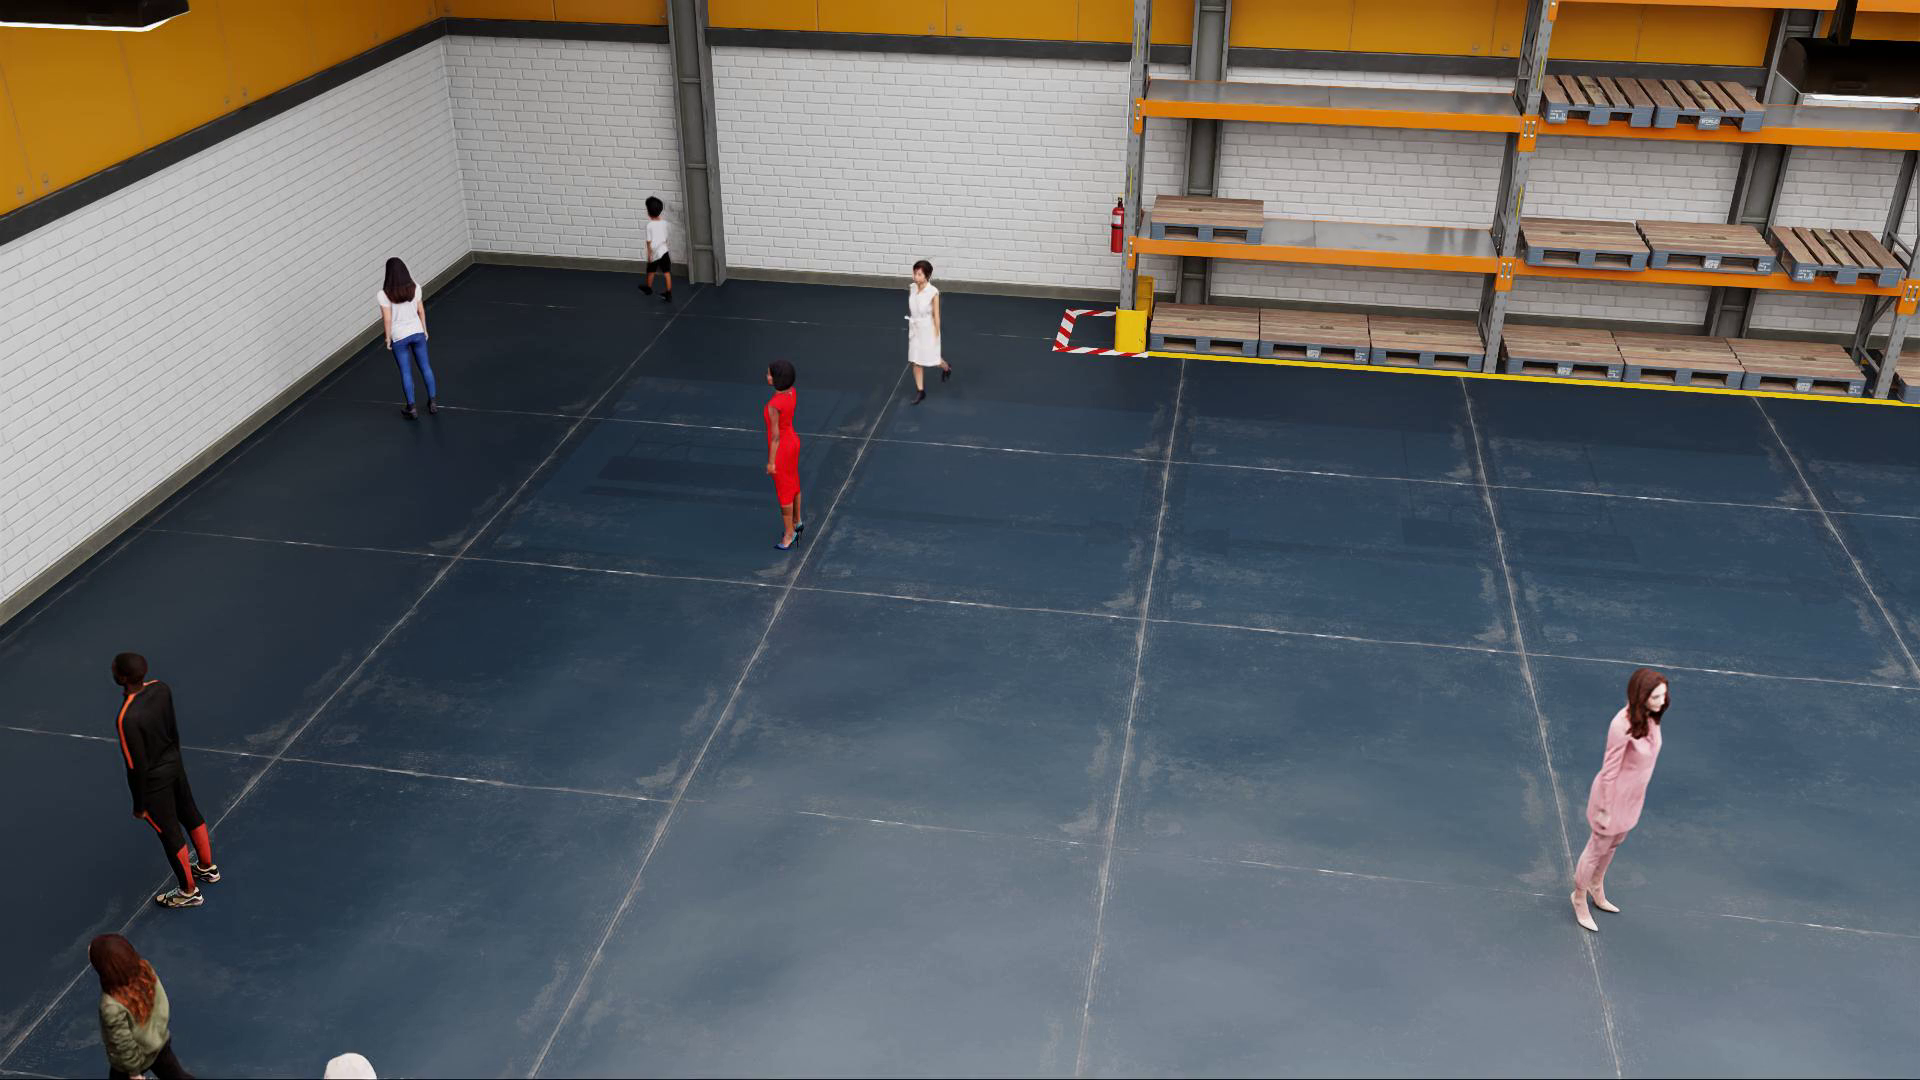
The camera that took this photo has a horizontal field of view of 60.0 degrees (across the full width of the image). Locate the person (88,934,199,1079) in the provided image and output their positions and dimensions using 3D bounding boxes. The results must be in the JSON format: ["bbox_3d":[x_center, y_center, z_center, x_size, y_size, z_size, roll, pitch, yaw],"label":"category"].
[{"bbox_3d":[-4.129,2.605,8.538,0.996,1.438,0.669,1,29,2],"label":"person"}]

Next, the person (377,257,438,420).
[{"bbox_3d":[-5.570,-2.030,16.779,0.674,1.684,0.729,-19,34,-31],"label":"person"}]

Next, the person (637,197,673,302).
[{"bbox_3d":[-3.568,-3.446,19.838,0.731,1.241,0.826,-25,37,-37],"label":"person"}]

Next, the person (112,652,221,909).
[{"bbox_3d":[-4.929,1.457,10.257,0.518,1.808,0.617,4,29,8],"label":"person"}]

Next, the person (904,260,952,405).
[{"bbox_3d":[-0.328,-2.166,17.181,0.857,1.539,0.833,20,35,33],"label":"person"}]

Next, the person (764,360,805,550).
[{"bbox_3d":[-1.514,-0.743,14.358,0.512,1.744,0.578,7,29,13],"label":"person"}]

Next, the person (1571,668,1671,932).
[{"bbox_3d":[3.992,1.548,10.097,0.684,1.802,0.733,-21,35,-33],"label":"person"}]
